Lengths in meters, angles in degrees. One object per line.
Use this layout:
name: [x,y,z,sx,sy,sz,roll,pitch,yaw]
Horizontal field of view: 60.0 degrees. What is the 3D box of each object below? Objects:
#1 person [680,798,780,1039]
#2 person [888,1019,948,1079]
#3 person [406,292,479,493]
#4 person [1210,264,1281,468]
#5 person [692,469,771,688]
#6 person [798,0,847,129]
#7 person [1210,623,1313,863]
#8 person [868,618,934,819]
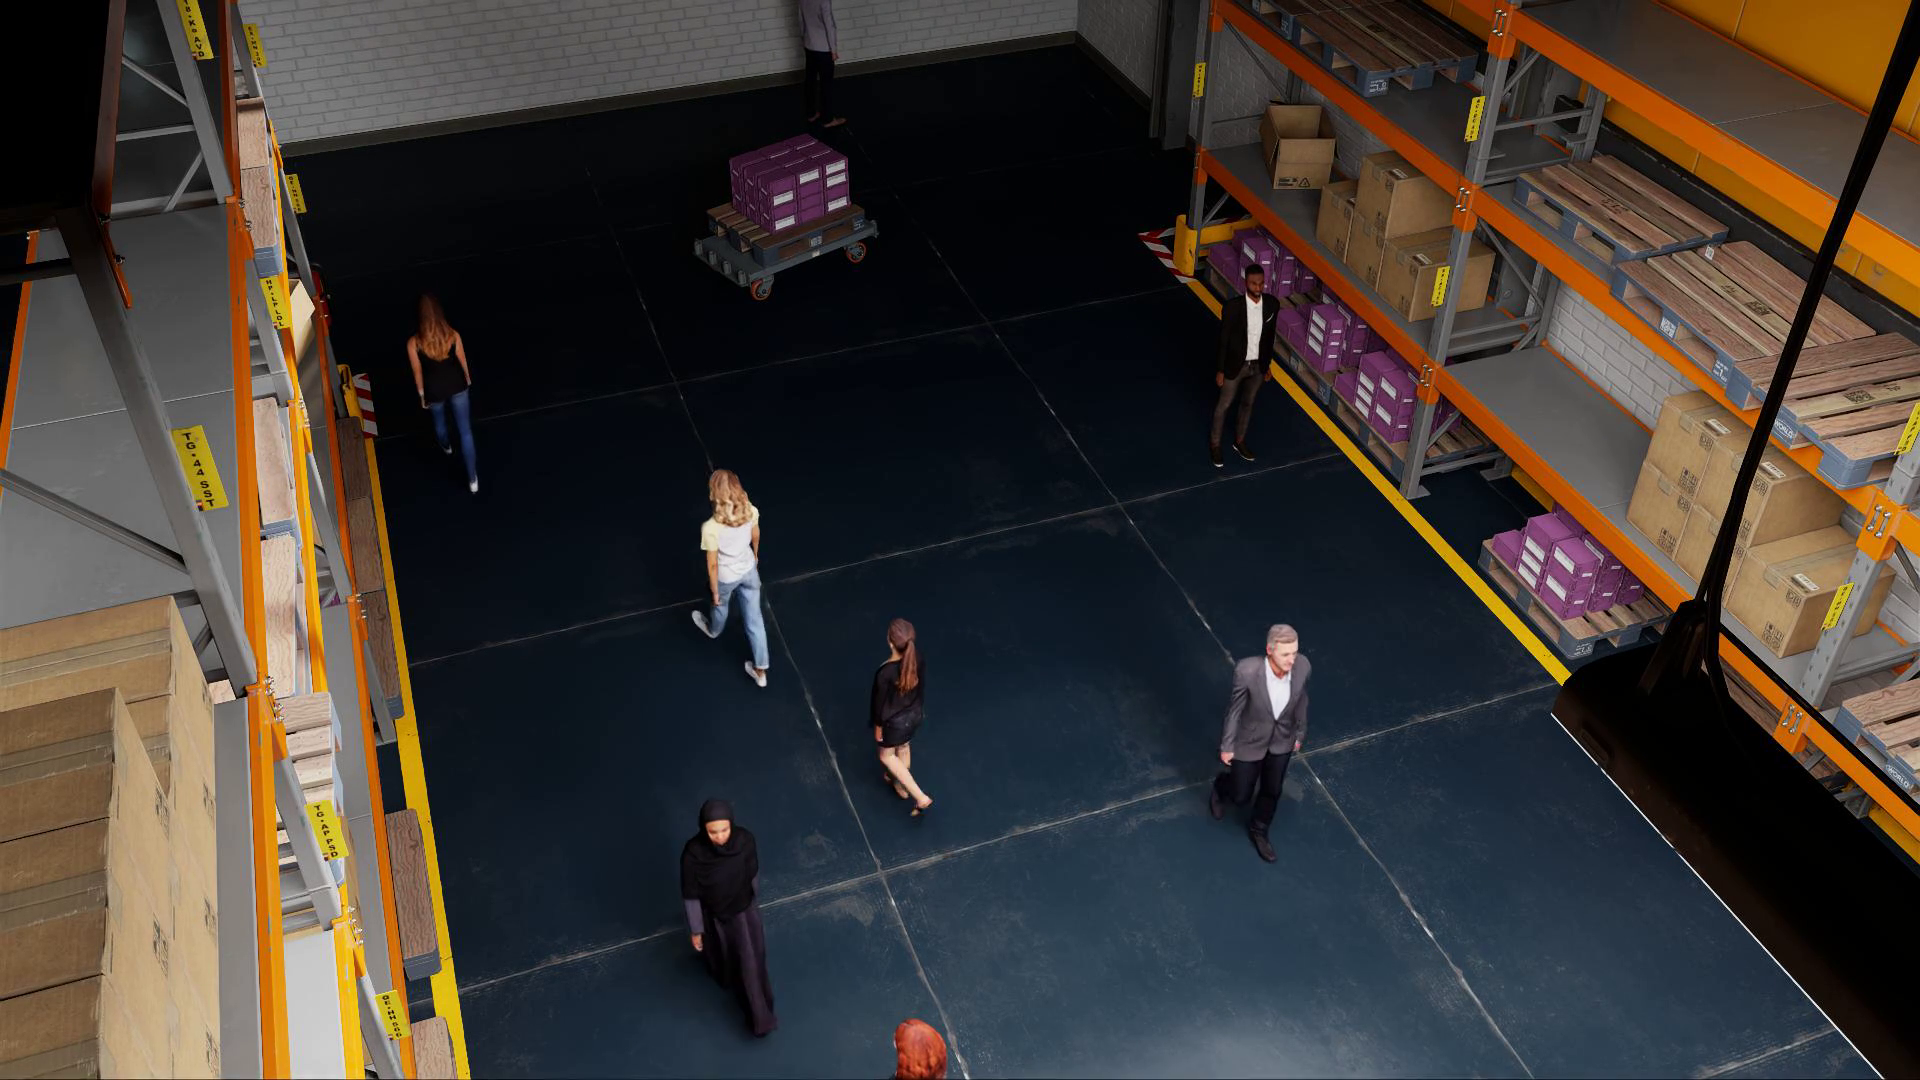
person: [-1.352,1.985,9.384,0.618,1.610,1.005,-10,40,-13]
person: [-0.214,2.902,8.100,0.669,1.780,0.659,26,46,29]
person: [-4.077,-1.130,13.237,0.621,1.670,1.066,-15,41,-18]
person: [2.297,-1.431,13.510,0.663,1.799,0.573,-10,40,-13]
person: [-1.491,0.303,11.432,0.894,1.682,1.183,-27,46,-30]
person: [-1.591,-5.573,18.656,0.669,1.851,0.815,31,48,33]
person: [1.823,1.181,10.224,0.752,1.819,0.839,-11,40,-13]
person: [-0.345,1.146,10.490,0.697,1.542,0.879,-26,45,-29]
